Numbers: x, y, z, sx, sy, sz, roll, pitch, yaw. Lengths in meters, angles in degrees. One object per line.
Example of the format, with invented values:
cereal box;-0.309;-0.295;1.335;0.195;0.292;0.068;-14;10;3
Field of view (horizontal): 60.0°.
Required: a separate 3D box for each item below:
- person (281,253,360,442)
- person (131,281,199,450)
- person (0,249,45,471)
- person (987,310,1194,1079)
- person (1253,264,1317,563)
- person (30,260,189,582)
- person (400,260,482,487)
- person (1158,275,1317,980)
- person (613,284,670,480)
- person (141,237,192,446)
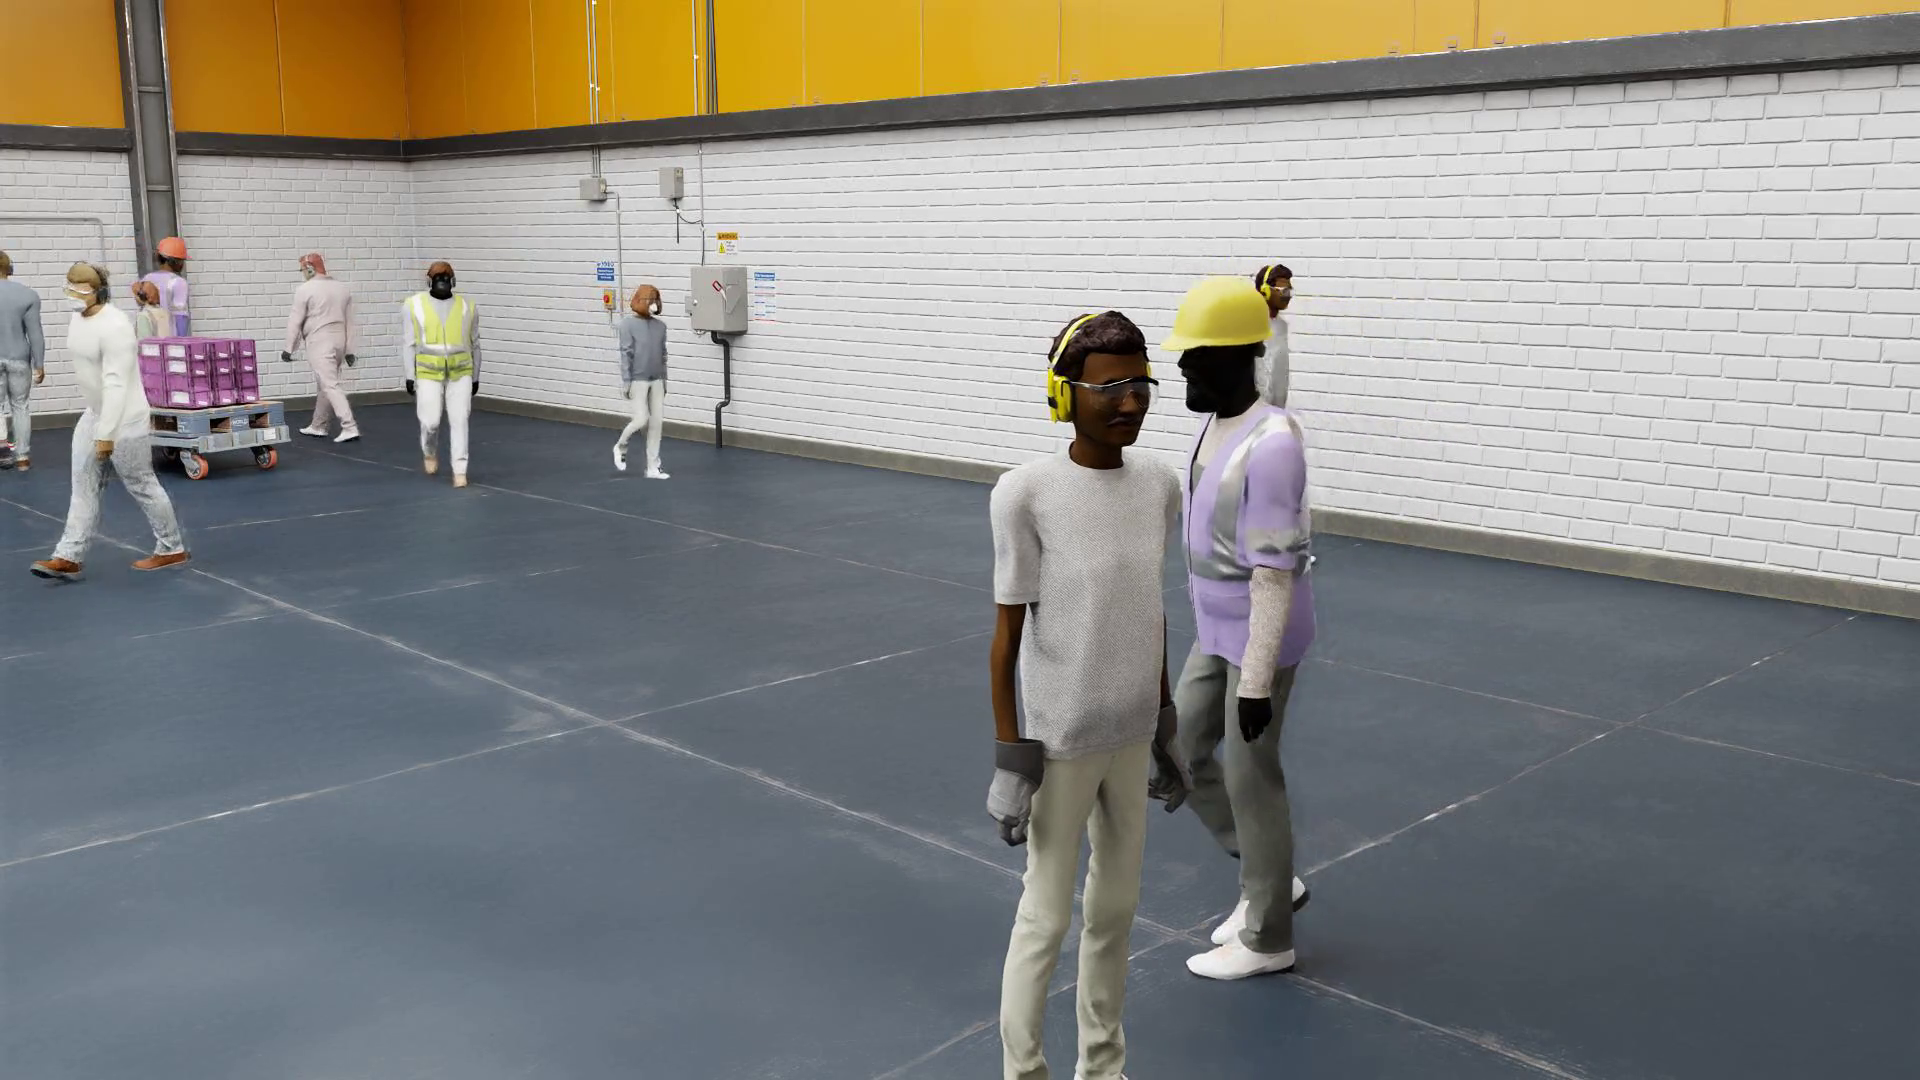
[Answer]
person;-6.272;-1.891;16.382;0.957;1.852;0.633;4;11;21
person;-7.493;-1.594;15.453;0.842;1.599;0.522;1;10;5
person;-8.117;-1.506;14.108;0.653;1.914;0.668;-5;12;-26
person;0.292;0.447;3.589;0.537;1.864;0.312;-8;13;-36
person;1.850;-0.790;10.370;0.790;1.848;0.524;9;14;41
person;-5.017;-0.677;9.686;0.702;1.873;0.959;8;13;38
person;-4.205;-1.357;13.532;0.635;1.826;0.701;-4;11;-23
person;0.730;0.259;4.454;0.455;1.914;0.636;-1;10;-8
person;-2.647;-1.313;13.826;0.458;1.617;0.518;9;13;39
person;-7.622;-1.945;16.271;0.606;1.990;0.942;3;11;18
